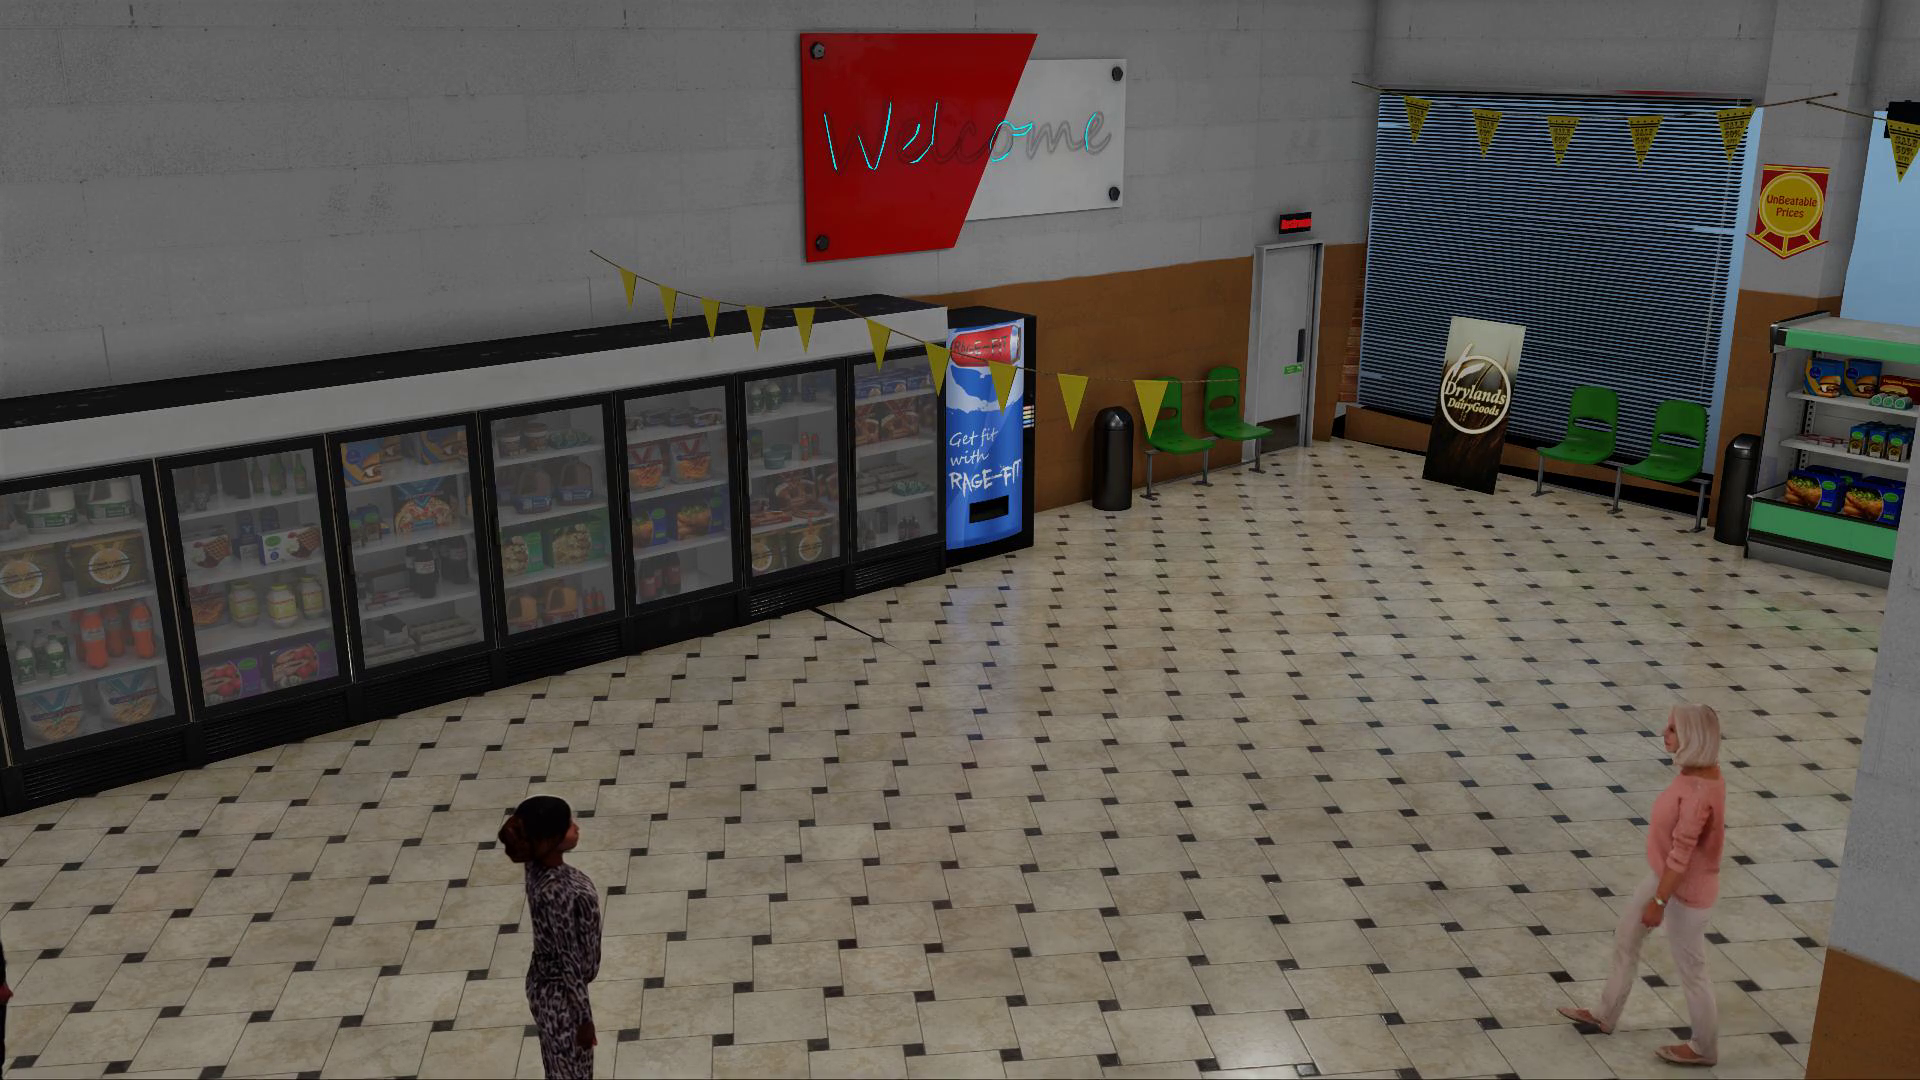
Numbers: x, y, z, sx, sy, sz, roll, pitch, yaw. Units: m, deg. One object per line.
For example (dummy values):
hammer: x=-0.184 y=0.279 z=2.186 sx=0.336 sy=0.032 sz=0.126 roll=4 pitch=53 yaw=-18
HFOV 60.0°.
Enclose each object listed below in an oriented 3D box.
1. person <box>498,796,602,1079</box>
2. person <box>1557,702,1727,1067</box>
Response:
person: x=-1.538 y=1.773 z=6.424 sx=0.698 sy=1.713 sz=0.589 roll=-7 pitch=18 yaw=-23
person: x=3.239 y=1.527 z=7.257 sx=1.015 sy=1.701 sz=0.883 roll=6 pitch=18 yaw=18
